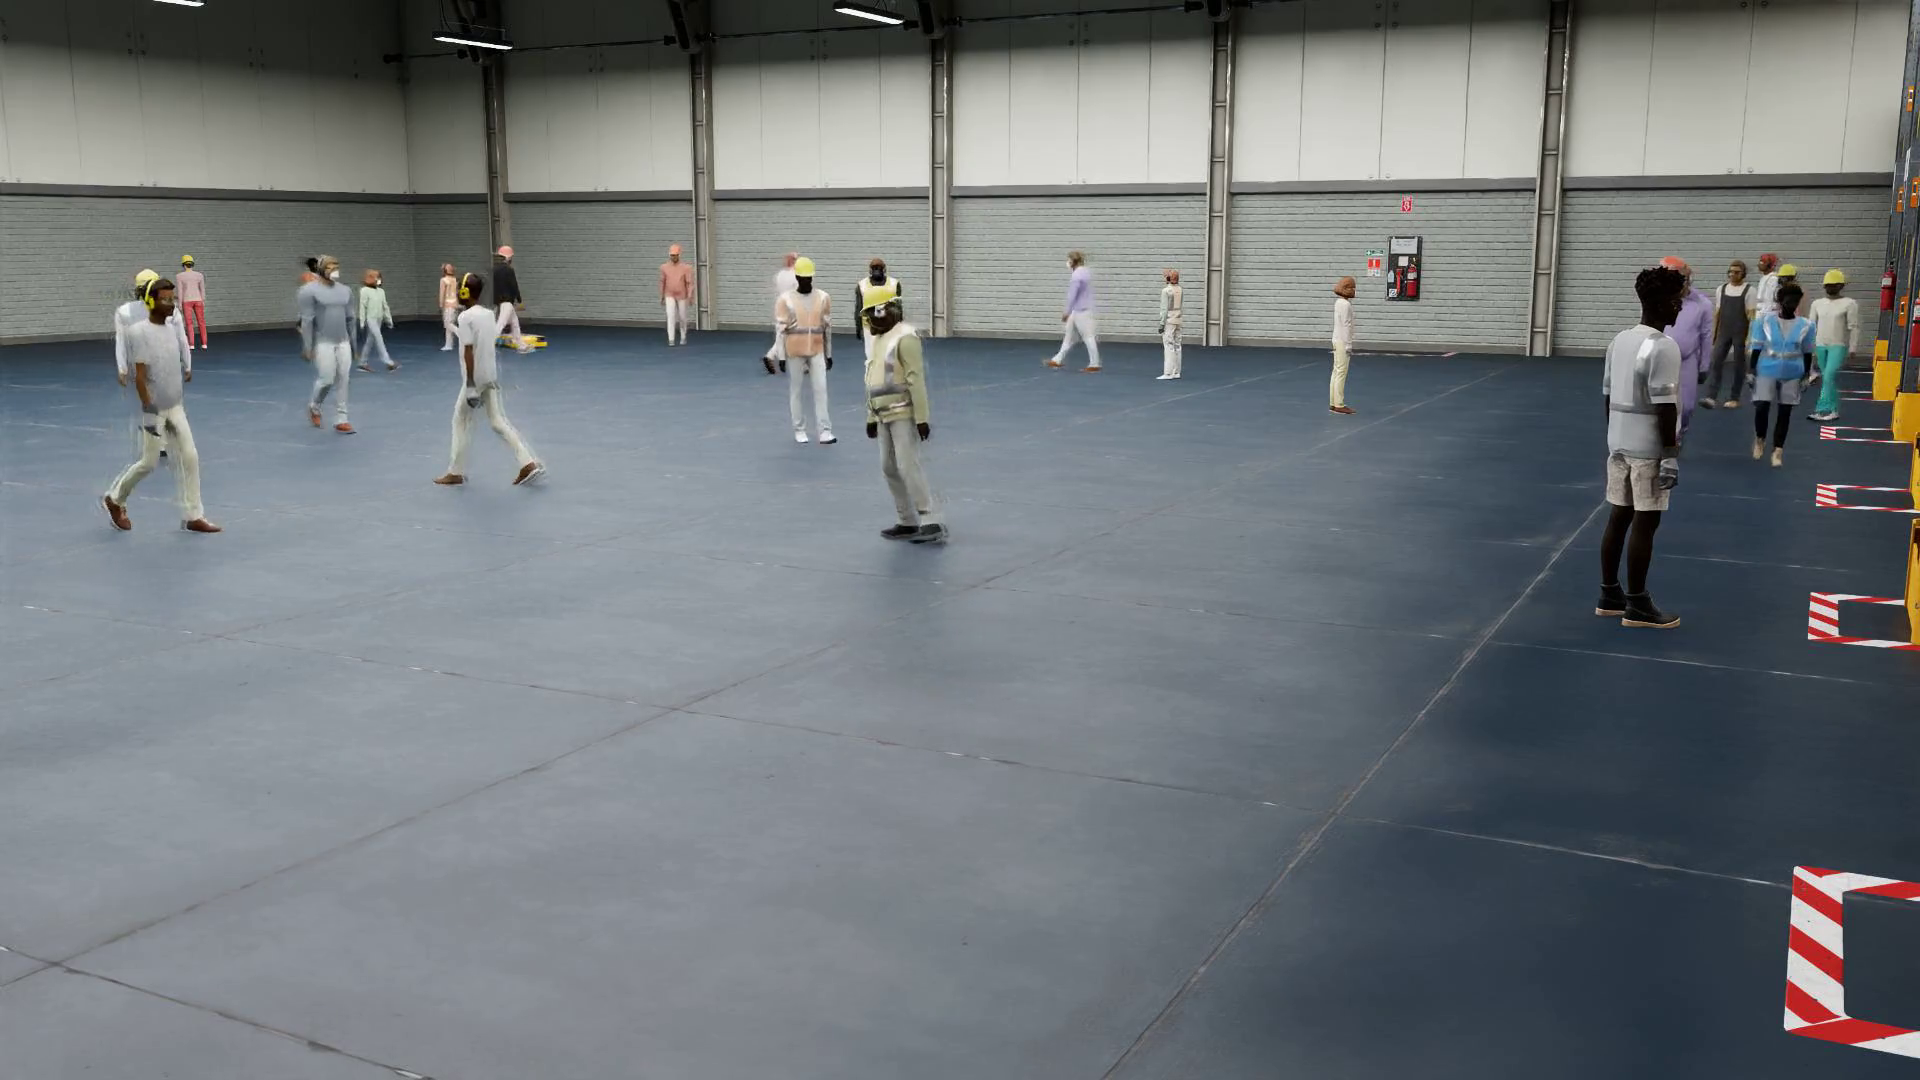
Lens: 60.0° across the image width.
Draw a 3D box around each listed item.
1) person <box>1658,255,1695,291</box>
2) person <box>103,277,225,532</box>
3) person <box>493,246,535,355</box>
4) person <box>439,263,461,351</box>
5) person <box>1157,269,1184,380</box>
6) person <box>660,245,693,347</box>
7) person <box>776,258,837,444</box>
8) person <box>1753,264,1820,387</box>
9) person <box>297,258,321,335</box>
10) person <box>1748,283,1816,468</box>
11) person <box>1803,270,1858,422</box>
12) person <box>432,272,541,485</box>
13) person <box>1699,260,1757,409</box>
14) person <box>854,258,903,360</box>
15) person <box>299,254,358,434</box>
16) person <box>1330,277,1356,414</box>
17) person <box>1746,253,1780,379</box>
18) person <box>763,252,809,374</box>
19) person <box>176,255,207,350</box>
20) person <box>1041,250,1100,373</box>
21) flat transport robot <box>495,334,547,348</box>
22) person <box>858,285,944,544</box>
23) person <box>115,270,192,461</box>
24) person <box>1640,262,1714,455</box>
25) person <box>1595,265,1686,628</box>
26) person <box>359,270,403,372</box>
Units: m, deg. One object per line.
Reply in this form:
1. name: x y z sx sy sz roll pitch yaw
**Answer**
1. person: 7.407 -2.012 17.430 0.405 1.918 0.564 -8 13 -39
2. person: -5.774 -0.955 11.905 0.833 1.843 0.522 3 11 16
3. person: -8.119 -4.267 29.693 1.037 1.948 0.614 -8 13 -36
4. person: -9.350 -4.294 30.688 0.580 1.617 0.530 3 11 16
5. person: 3.119 -3.181 24.576 0.308 1.640 0.510 8 13 37
6. person: -5.479 -4.721 32.144 0.628 1.950 1.032 -1 10 -3
7. person: -1.538 -1.895 16.856 0.623 1.890 0.876 -4 11 -22
8. person: 11.668 -2.998 23.332 0.852 1.738 0.538 3 11 18
9. person: -13.780 -5.164 35.372 0.917 1.646 0.535 3 11 16
10. person: 7.526 -1.502 15.250 0.541 1.687 0.363 4 11 19
11. person: 9.863 -2.202 18.971 0.862 1.722 0.542 -7 12 -32
12. person: -4.044 -1.358 14.136 0.948 1.834 0.542 3 11 16
13. person: 9.380 -2.488 20.310 0.852 1.814 0.540 -10 14 -43
14. person: -1.087 -2.831 22.160 0.645 1.831 0.449 0 10 -2
15. person: -6.775 -2.097 17.876 0.519 1.928 0.649 7 12 33
16. person: 4.611 -2.335 19.974 0.288 1.634 0.499 0 10 0
17. person: 11.884 -3.305 24.631 0.520 1.863 0.621 2 11 13
18. person: -2.610 -3.473 25.514 0.822 1.883 0.650 -9 14 -40
19. person: -14.330 -4.423 31.000 0.320 1.769 0.523 9 14 42
20. person: 1.726 -3.523 25.756 0.995 1.888 0.628 2 11 8
21. flat transport robot: -8.525 -3.831 31.851 0.652 0.197 1.431 -9 13 -39
22. person: -0.448 -0.874 11.601 0.418 1.785 0.691 -6 12 -29
23. person: -7.699 -1.674 15.939 0.617 1.787 0.899 -3 11 -14
24. person: 6.686 -1.655 15.587 0.646 1.888 0.645 4 11 21
25. person: 3.748 -0.509 9.110 0.361 1.964 0.613 -1 10 -7
26. person: -9.073 -3.402 25.909 0.871 1.578 0.524 3 11 17
